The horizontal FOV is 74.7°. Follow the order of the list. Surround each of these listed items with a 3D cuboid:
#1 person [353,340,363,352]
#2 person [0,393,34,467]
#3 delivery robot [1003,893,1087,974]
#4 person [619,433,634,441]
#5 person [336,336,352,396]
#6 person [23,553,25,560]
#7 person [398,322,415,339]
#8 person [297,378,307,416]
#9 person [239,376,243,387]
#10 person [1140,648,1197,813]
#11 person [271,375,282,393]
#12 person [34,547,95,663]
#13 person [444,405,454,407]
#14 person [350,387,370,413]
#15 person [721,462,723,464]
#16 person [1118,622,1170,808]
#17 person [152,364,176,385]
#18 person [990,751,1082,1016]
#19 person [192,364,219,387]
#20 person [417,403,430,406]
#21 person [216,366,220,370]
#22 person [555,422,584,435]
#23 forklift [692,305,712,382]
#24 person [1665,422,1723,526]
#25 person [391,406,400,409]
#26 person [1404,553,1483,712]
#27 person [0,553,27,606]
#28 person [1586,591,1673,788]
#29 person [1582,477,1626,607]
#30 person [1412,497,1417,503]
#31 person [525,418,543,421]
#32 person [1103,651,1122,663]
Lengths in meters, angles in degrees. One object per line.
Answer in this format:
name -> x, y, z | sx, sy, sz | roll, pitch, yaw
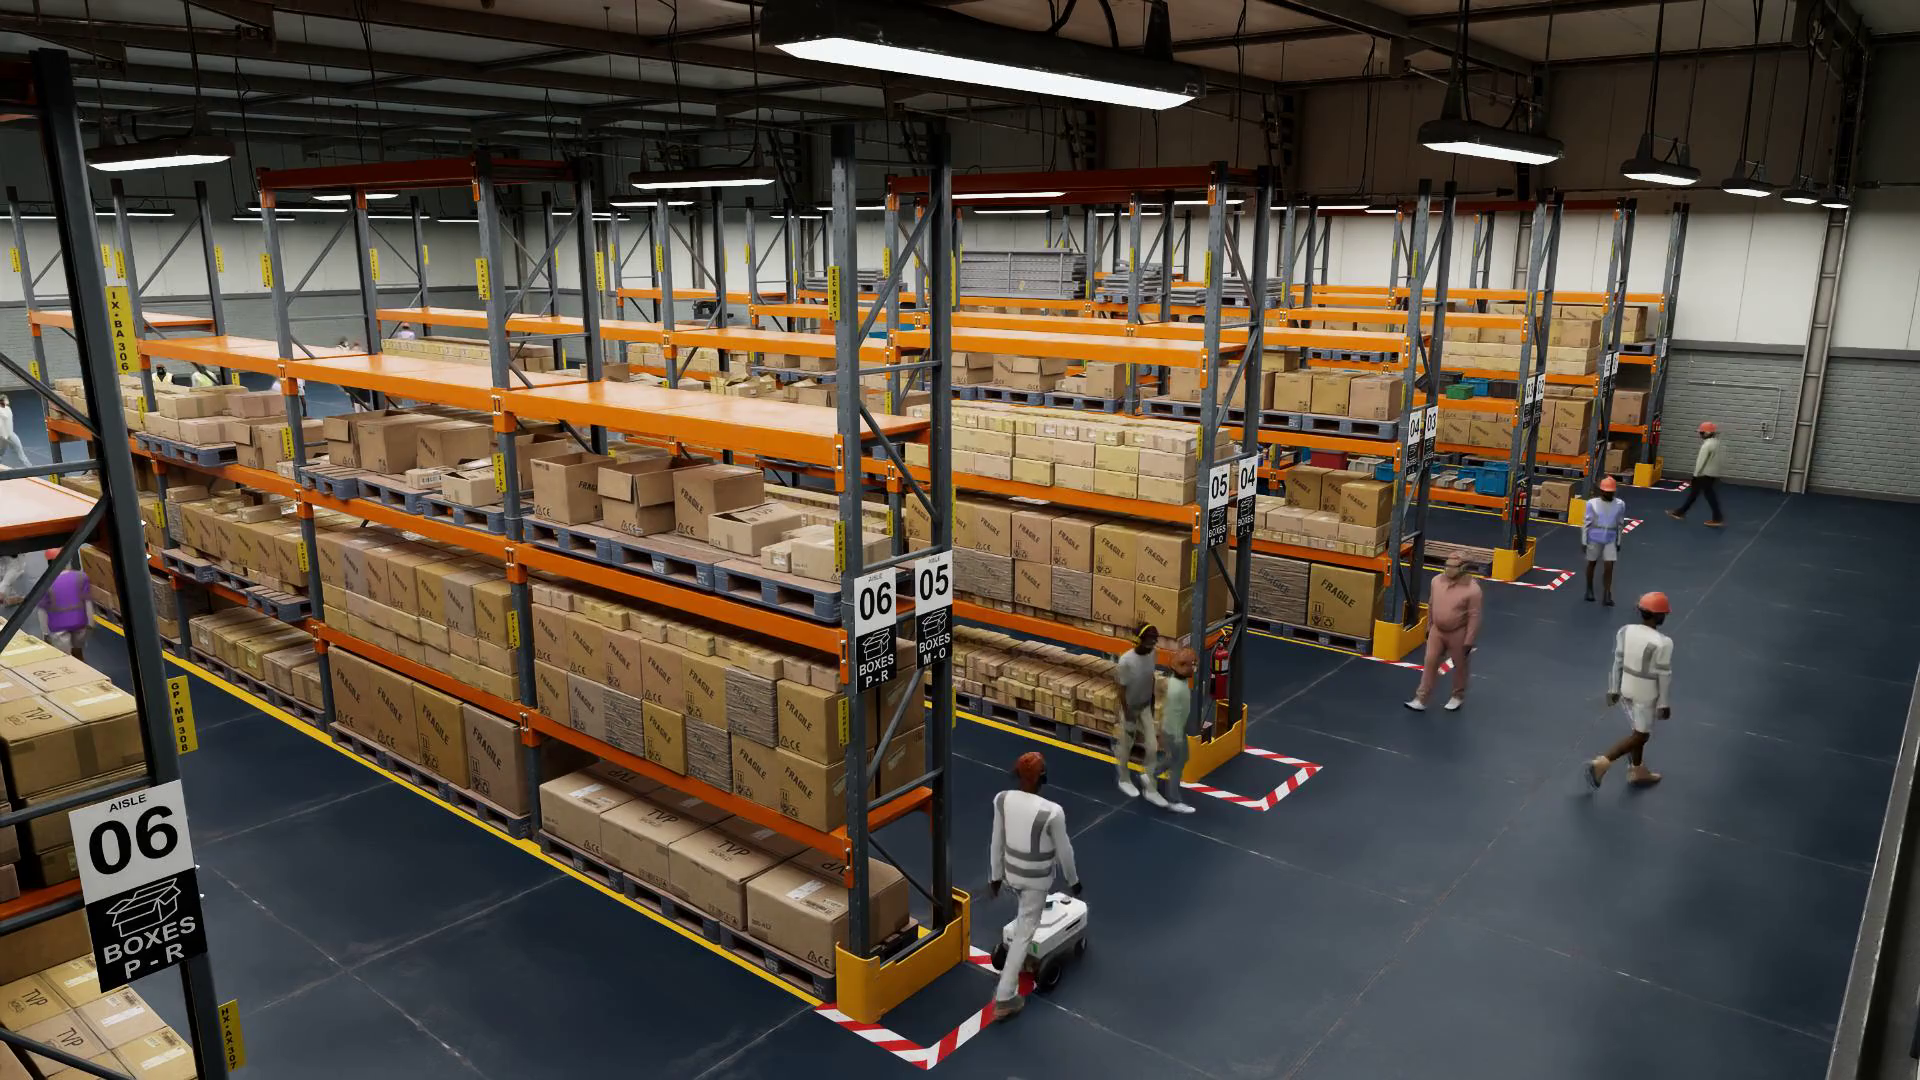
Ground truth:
person -> -21.804, -6.488, 45.948 | 0.782, 1.602, 0.545 | 0, 14, -2
person -> -21.430, -2.360, 28.403 | 1.035, 1.879, 0.647 | -2, 14, -7
delivery robot -> 0.643, 2.901, 9.432 | 0.477, 0.478, 0.707 | 11, 18, 39
person -> -8.740, -3.333, 33.000 | 0.528, 1.603, 0.829 | -12, 18, -41
person -> -20.834, -5.915, 42.798 | 0.536, 2.000, 0.711 | 3, 14, 13
person -> -15.479, -0.320, 20.420 | 0.502, 1.693, 0.925 | -8, 16, -31
person -> -21.717, -7.537, 49.448 | 0.616, 2.018, 0.868 | -3, 14, -14
person -> -19.940, -4.658, 37.767 | 0.542, 1.930, 0.375 | -12, 18, -42
person -> -18.517, -3.314, 32.300 | 0.636, 1.888, 0.953 | -5, 15, -20
person -> 2.001, 1.787, 11.908 | 0.466, 1.616, 0.498 | 4, 14, 16
person -> -17.866, -3.462, 33.018 | 0.962, 1.853, 0.663 | -5, 14, -18
person -> -10.358, 0.975, 14.639 | 0.744, 1.919, 0.546 | 10, 17, 36
person -> -12.592, -2.999, 31.082 | 0.957, 1.857, 0.684 | 2, 14, 8
person -> -16.131, -3.729, 33.850 | 0.619, 1.983, 0.428 | 5, 15, 20
person -> -5.208, -2.374, 28.758 | 0.526, 1.755, 0.418 | 12, 18, 40
person -> 1.752, 1.651, 12.022 | 0.540, 1.823, 0.789 | -8, 16, -30
person -> -22.349, -4.031, 35.372 | 0.619, 1.845, 0.430 | -6, 15, -25
person -> 0.510, 2.394, 8.984 | 0.593, 1.833, 1.005 | 12, 18, 41
person -> -21.502, -4.162, 36.064 | 0.997, 1.780, 0.736 | 11, 18, 39
person -> -16.887, -4.987, 39.467 | 0.535, 1.766, 0.310 | -4, 14, -15
person -> -26.550, -6.390, 45.380 | 0.316, 1.696, 0.547 | 5, 14, 18
person -> -8.372, -1.995, 26.910 | 0.667, 1.874, 0.793 | -11, 17, -38
forklift -> -9.511, -7.392, 47.124 | 1.873, 2.768, 1.129 | 11, 17, 38
person -> 14.011, -1.259, 23.779 | 1.028, 1.937, 0.650 | 12, 18, 39
person -> -16.929, -4.526, 37.232 | 0.661, 1.932, 0.618 | -4, 14, -16
person -> 5.496, 1.081, 14.279 | 0.932, 1.863, 0.674 | -11, 18, -38
person -> -14.071, 0.086, 18.493 | 0.629, 1.825, 0.526 | 5, 15, 20
person -> 6.596, 1.487, 12.326 | 0.856, 2.017, 0.617 | -3, 14, -11
person -> 9.477, 0.030, 18.540 | 0.566, 1.899, 0.896 | 4, 14, 15
person -> 8.784, -1.448, 24.611 | 0.681, 1.904, 0.596 | 9, 16, 32
person -> -10.351, -2.961, 30.808 | 0.569, 1.917, 0.414 | -13, 19, -43
person -> 1.981, 0.727, 15.600 | 0.354, 1.936, 0.635 | 9, 17, 34
